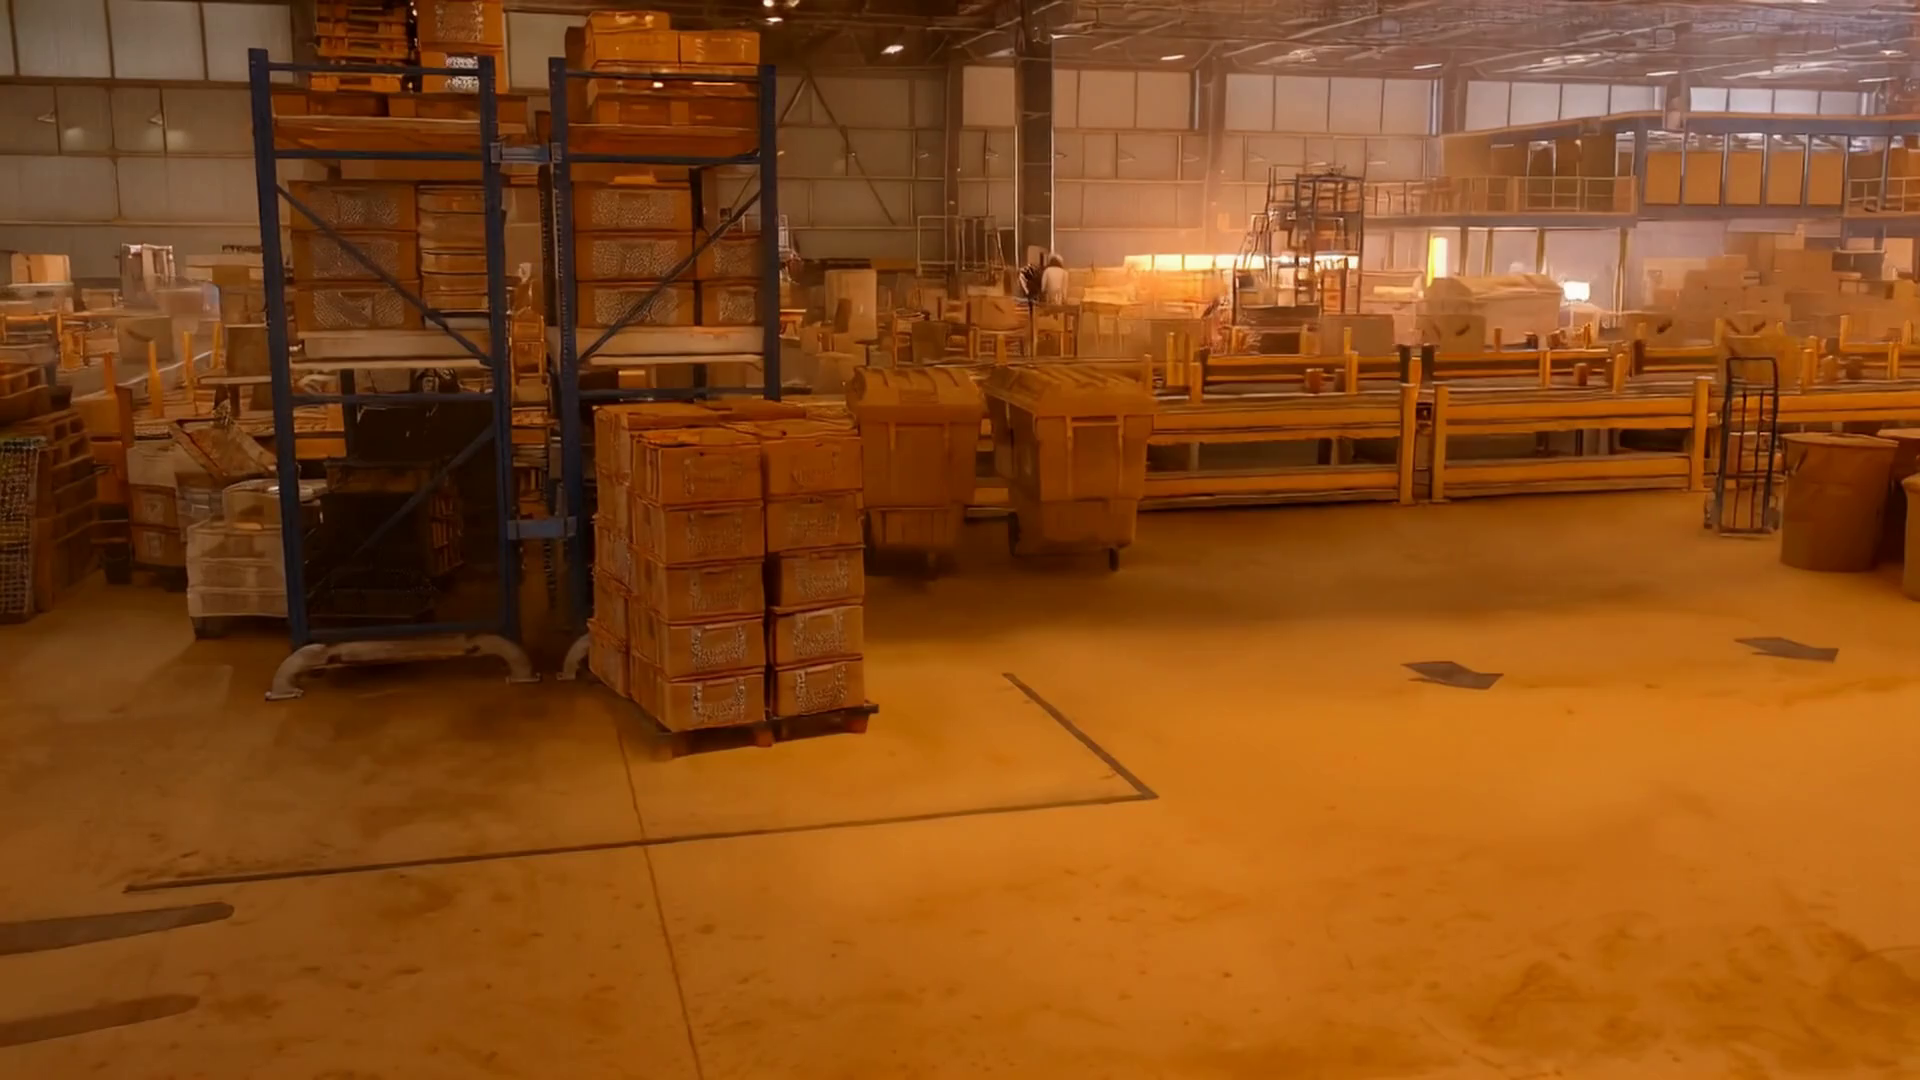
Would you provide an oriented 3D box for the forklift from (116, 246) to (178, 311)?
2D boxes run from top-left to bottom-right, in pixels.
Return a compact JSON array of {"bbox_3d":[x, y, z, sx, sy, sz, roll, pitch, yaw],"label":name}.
[{"bbox_3d":[-19.966,-6.232,40.894,1.157,1.987,2.680,-3,10,-15],"label":"forklift"}]

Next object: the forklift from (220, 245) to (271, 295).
[{"bbox_3d":[-17.749,-6.334,41.440,1.157,1.987,2.680,-3,10,-17],"label":"forklift"}]

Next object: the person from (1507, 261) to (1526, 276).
[{"bbox_3d":[9.011,-3.525,26.699,0.878,1.912,0.547,-4,11,-21],"label":"person"}]

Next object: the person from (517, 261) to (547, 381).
[{"bbox_3d":[-6.811,-3.468,26.398,0.398,1.897,0.663,-5,11,-24],"label":"person"}]

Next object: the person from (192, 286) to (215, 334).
[{"bbox_3d":[-15.775,-4.875,34.805,0.871,1.729,0.525,-10,14,-43],"label":"person"}]

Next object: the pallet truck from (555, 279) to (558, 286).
[{"bbox_3d":[-10.604,-6.375,44.520,0.653,1.274,1.630,-3,10,-15],"label":"pallet truck"}]

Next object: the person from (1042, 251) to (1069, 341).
[{"bbox_3d":[2.117,-5.325,36.562,0.618,2.006,0.916,2,10,13],"label":"person"}]

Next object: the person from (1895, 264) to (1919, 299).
[{"bbox_3d":[15.633,-3.664,27.677,0.601,1.827,0.404,1,10,7],"label":"person"}]
